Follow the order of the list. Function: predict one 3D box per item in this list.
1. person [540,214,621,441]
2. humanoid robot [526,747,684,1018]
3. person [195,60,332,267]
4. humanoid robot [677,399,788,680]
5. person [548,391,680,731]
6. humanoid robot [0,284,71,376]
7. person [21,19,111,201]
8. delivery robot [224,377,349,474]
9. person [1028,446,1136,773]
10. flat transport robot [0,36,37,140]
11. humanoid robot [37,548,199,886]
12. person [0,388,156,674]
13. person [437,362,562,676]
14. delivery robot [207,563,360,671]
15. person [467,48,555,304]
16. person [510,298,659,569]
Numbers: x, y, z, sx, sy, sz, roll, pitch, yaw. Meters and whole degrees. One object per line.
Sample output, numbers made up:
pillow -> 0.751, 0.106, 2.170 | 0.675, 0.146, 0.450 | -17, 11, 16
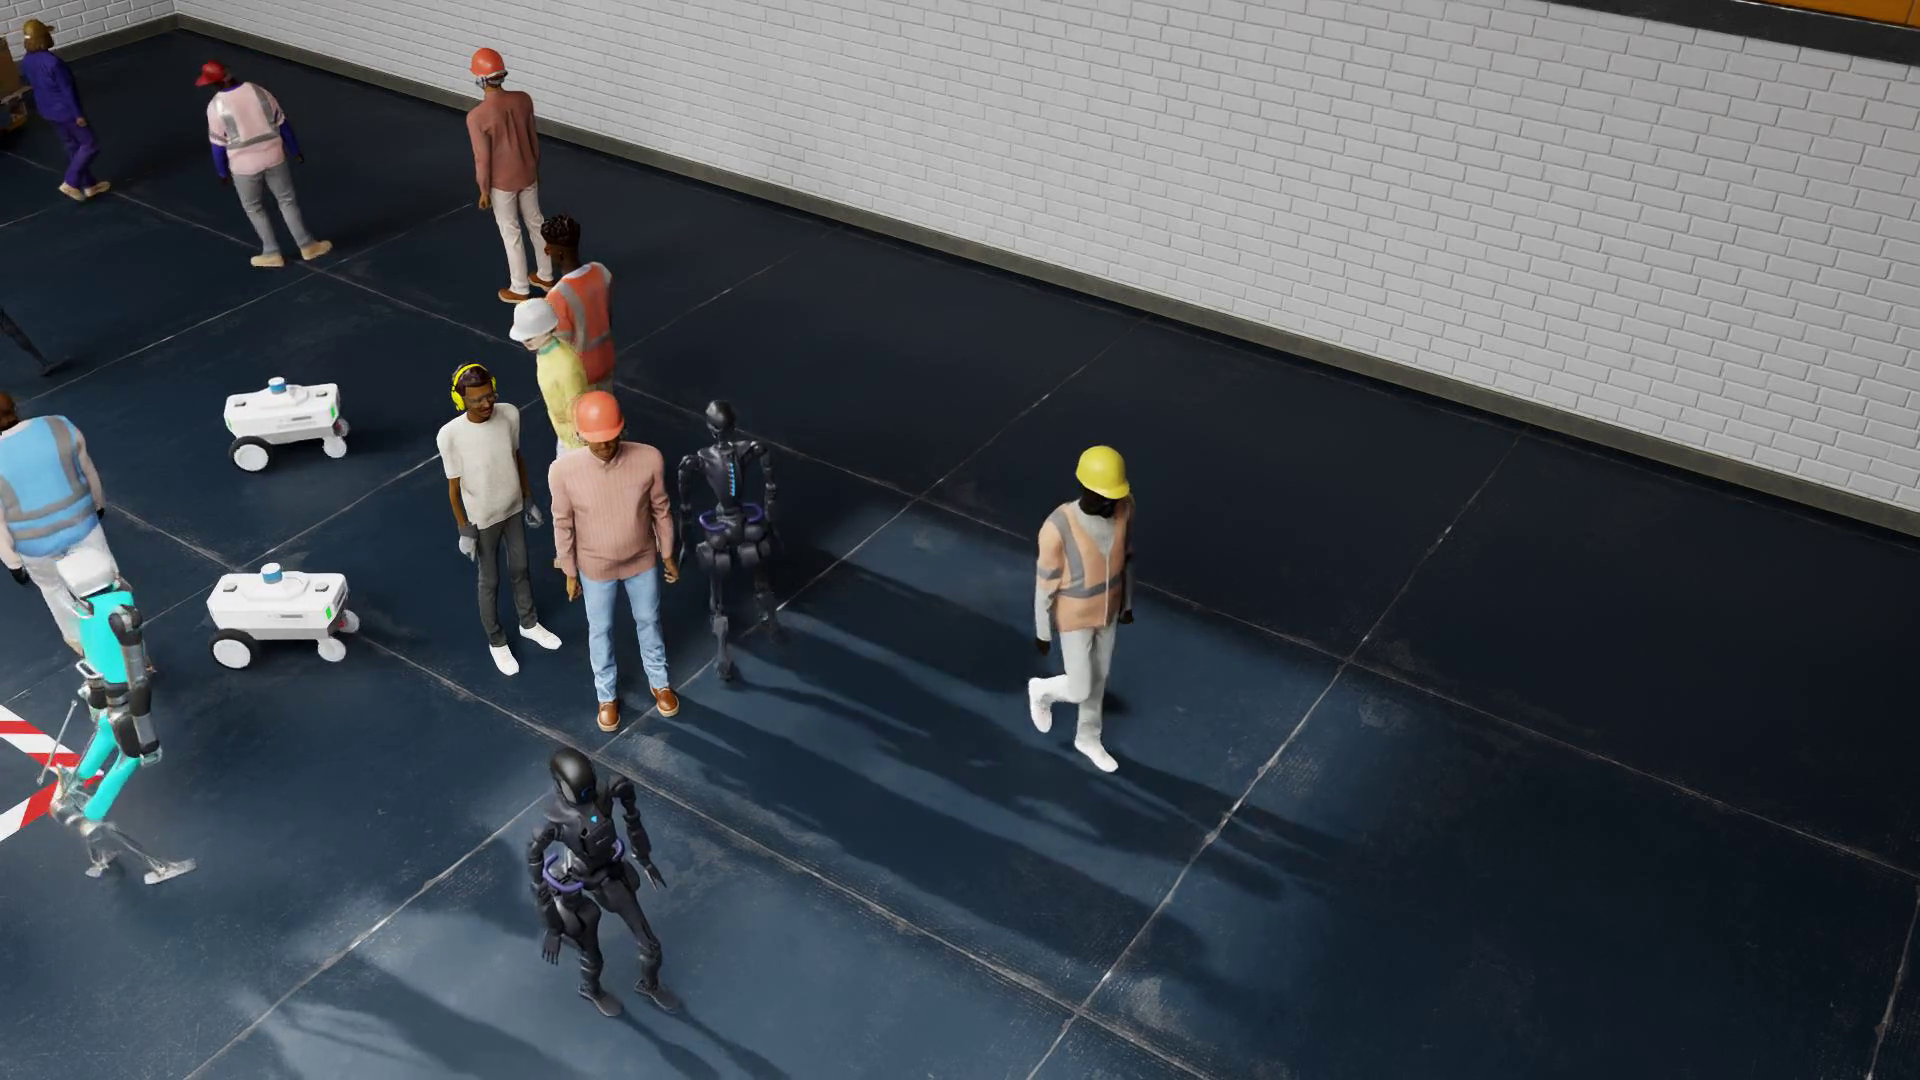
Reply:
person -> -2.345, -1.092, 10.361 | 0.391, 1.949, 0.624 | 12, 37, 17
humanoid robot -> -1.522, 1.453, 6.970 | 0.518, 1.632, 0.609 | 27, 43, 33
person -> -5.591, -3.036, 13.352 | 0.744, 1.717, 0.416 | -26, 43, -32
humanoid robot -> -1.238, 0.002, 9.057 | 0.616, 1.644, 0.400 | -16, 38, -21
person -> -1.766, 0.105, 8.611 | 0.608, 1.995, 0.375 | -12, 37, -17
humanoid robot -> -6.828, -1.769, 11.596 | 0.767, 1.621, 0.613 | -15, 38, -21
person -> -7.747, -3.688, 14.354 | 0.495, 1.607, 0.522 | 16, 38, 22
delivery robot -> -4.525, -0.816, 11.164 | 0.757, 0.576, 0.499 | -8, 36, -12
person -> 0.624, 0.330, 8.356 | 0.604, 1.912, 0.516 | -24, 42, -31
flat transport robot -> -9.555, -3.789, 15.678 | 0.659, 0.231, 1.431 | 6, 35, 8
humanoid robot -> -4.028, 0.938, 7.660 | 0.530, 1.794, 0.798 | 27, 43, 33
person -> -4.866, -0.016, 8.958 | 0.632, 1.802, 0.859 | -25, 42, -31
person -> -2.511, -0.125, 9.047 | 0.328, 1.872, 0.508 | 26, 43, 32
delivery robot -> -3.858, 0.402, 9.443 | 0.801, 0.598, 0.499 | 0, 35, 0
person -> -3.451, -2.766, 12.712 | 0.384, 1.995, 0.610 | 23, 41, 29
person -> -2.200, -0.622, 9.772 | 0.674, 1.859, 0.519 | -14, 37, -19
